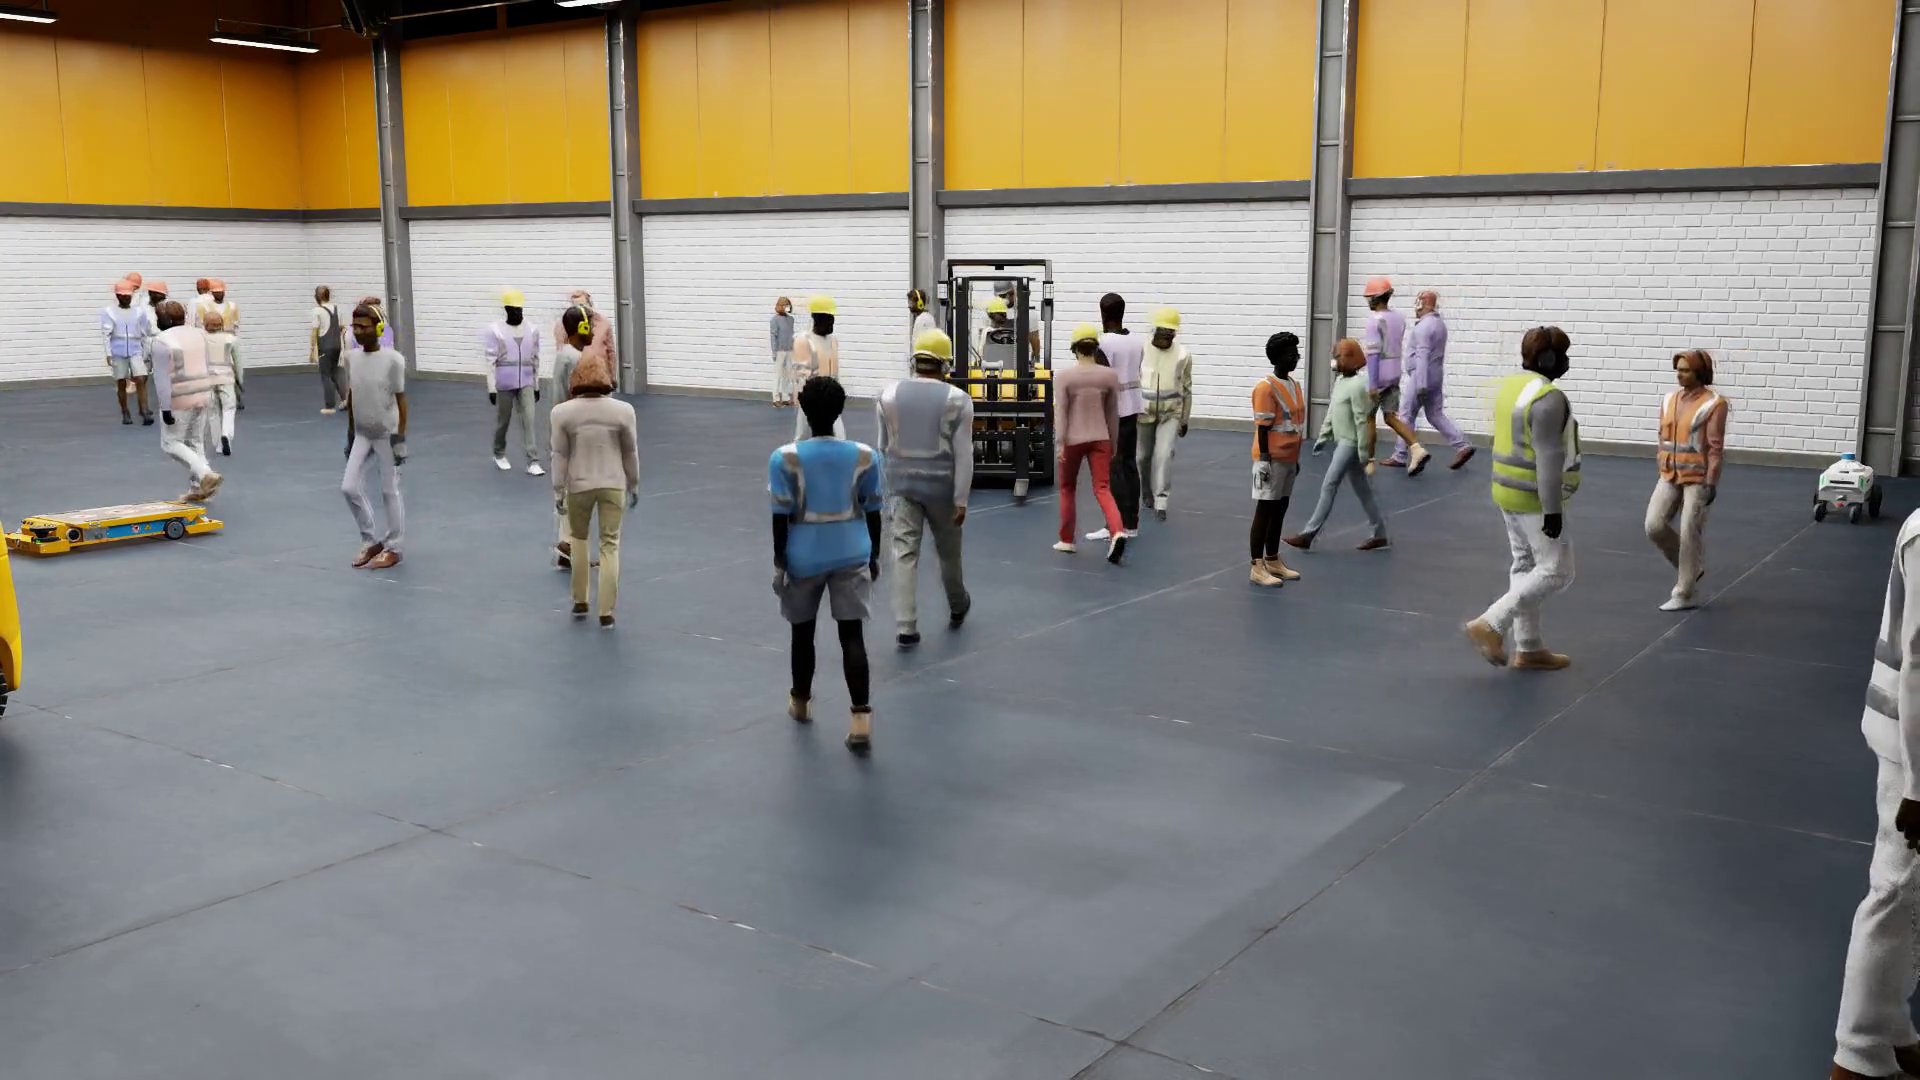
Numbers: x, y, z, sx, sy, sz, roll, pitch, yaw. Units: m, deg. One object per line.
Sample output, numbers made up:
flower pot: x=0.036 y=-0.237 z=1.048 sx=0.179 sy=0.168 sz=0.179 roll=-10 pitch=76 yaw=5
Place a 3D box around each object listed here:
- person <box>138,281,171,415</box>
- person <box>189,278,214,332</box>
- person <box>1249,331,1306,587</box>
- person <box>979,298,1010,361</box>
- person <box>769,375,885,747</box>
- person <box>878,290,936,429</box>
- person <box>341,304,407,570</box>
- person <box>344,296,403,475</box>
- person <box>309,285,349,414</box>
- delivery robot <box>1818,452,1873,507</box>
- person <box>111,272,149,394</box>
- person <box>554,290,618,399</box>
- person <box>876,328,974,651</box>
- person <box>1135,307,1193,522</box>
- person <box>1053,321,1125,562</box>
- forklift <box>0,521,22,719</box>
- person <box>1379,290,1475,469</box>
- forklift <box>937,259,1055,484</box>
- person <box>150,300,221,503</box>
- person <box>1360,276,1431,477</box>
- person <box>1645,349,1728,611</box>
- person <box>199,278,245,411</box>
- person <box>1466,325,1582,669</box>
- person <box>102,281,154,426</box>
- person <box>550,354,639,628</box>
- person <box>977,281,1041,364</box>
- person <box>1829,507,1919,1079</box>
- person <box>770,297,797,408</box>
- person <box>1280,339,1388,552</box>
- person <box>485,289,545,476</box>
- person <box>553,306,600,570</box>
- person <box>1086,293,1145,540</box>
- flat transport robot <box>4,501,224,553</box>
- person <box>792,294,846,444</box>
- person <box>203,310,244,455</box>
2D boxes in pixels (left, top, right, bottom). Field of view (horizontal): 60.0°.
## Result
person: x=-11.179 y=-2.646 z=23.122 sx=0.987 sy=1.869 sz=0.595 roll=5 pitch=11 yaw=27
person: x=-13.182 y=-3.650 z=29.137 sx=0.803 sy=1.862 sz=0.597 roll=7 pitch=12 yaw=34
person: x=2.127 y=-0.542 z=11.113 sx=0.316 sy=1.695 sz=0.541 roll=7 pitch=12 yaw=35
person: x=0.465 y=-1.835 z=18.687 sx=0.887 sy=1.729 sz=0.525 roll=4 pitch=11 yaw=25
person: x=-0.589 y=0.086 z=7.503 sx=0.542 sy=1.654 sz=0.875 roll=-3 pitch=10 yaw=-17
person: x=-0.501 y=-2.097 z=20.047 sx=1.006 sy=1.800 sz=0.560 roll=4 pitch=10 yaw=24
person: x=-4.111 y=-0.705 z=11.596 sx=0.552 sy=1.857 sz=0.484 roll=3 pitch=10 yaw=17
person: x=-6.030 y=-1.584 z=16.985 sx=0.855 sy=1.817 sz=0.578 roll=5 pitch=11 yaw=27
person: x=-8.889 y=-2.674 z=23.431 sx=0.398 sy=1.826 sz=0.556 roll=4 pitch=11 yaw=25
delivery robot: x=7.423 y=-0.491 z=13.926 sx=0.477 sy=0.478 sz=0.707 roll=6 pitch=11 yaw=33
person: x=-13.490 y=-3.345 z=26.982 sx=0.704 sy=1.977 sz=0.423 roll=0 pitch=10 yaw=1
person: x=-3.970 y=-1.738 z=17.813 sx=0.670 sy=1.851 sz=0.907 roll=-4 pitch=10 yaw=-24
person: x=-0.177 y=-0.309 z=9.494 sx=0.588 sy=1.771 sz=0.956 roll=2 pitch=10 yaw=13
person: x=1.671 y=-1.082 z=14.097 sx=0.580 sy=1.789 sz=0.850 roll=1 pitch=10 yaw=6
person: x=0.946 y=-0.714 z=12.060 sx=0.525 sy=1.736 sz=0.839 roll=-3 pitch=10 yaw=-18
forklift: x=-5.296 y=-0.090 z=6.943 sx=1.214 sy=2.155 sz=2.313 roll=7 pitch=12 yaw=35
person: x=4.923 y=-1.666 z=17.330 sx=0.913 sy=1.866 sz=0.648 roll=6 pitch=11 yaw=34
forklift: x=0.370 y=-1.738 z=16.759 sx=1.214 sy=2.155 sz=2.313 roll=1 pitch=10 yaw=3
person: x=-6.802 y=-1.198 z=14.666 sx=0.563 sy=1.827 sz=0.621 roll=3 pitch=10 yaw=19
person: x=4.281 y=-1.611 z=16.567 sx=0.641 sy=2.018 sz=0.807 roll=-8 pitch=12 yaw=-40
person: x=4.494 y=-0.366 z=10.272 sx=0.392 sy=1.625 sz=0.529 roll=-4 pitch=10 yaw=-23
person: x=-10.584 y=-2.795 z=23.872 sx=0.559 sy=1.915 sz=0.594 roll=-7 pitch=12 yaw=-36
person: x=2.973 y=-0.203 z=8.687 sx=0.505 sy=1.832 sz=0.645 roll=0 pitch=10 yaw=0
person: x=-10.912 y=-2.437 z=21.818 sx=0.555 sy=1.898 sz=0.848 roll=-7 pitch=12 yaw=-34
person: x=-2.167 y=-0.299 z=9.930 sx=0.504 sy=1.615 sz=0.619 roll=-2 pitch=10 yaw=-9
person: x=0.594 y=-2.180 z=19.847 sx=0.821 sy=2.000 sz=0.595 roll=0 pitch=10 yaw=-3
person: x=2.474 y=0.533 z=4.198 sx=0.362 sy=1.878 sz=0.602 roll=8 pitch=12 yaw=38
person: x=-2.608 y=-2.779 z=24.625 sx=0.265 sy=1.632 sz=0.508 roll=7 pitch=12 yaw=35
person: x=2.817 y=-0.692 z=12.333 sx=0.863 sy=1.588 sz=0.505 roll=0 pitch=10 yaw=2
person: x=-4.557 y=-1.620 z=16.980 sx=0.598 sy=1.884 sz=0.994 roll=-7 pitch=12 yaw=-36
person: x=-2.673 y=-0.702 z=11.620 sx=0.429 sy=1.844 sz=0.556 roll=-3 pitch=10 yaw=-20
person: x=1.214 y=-0.946 z=12.868 sx=0.398 sy=1.916 sz=0.590 roll=7 pitch=12 yaw=37
flat transport robot: x=-6.530 y=-0.116 z=12.817 sx=0.652 sy=0.197 sz=1.431 roll=7 pitch=12 yaw=35
person: x=-1.277 y=-1.225 z=14.651 sx=0.988 sy=1.883 sz=0.590 roll=7 pitch=12 yaw=36
person: x=-8.227 y=-1.731 z=18.427 sx=0.528 sy=1.618 sz=0.692 roll=-3 pitch=10 yaw=-18
